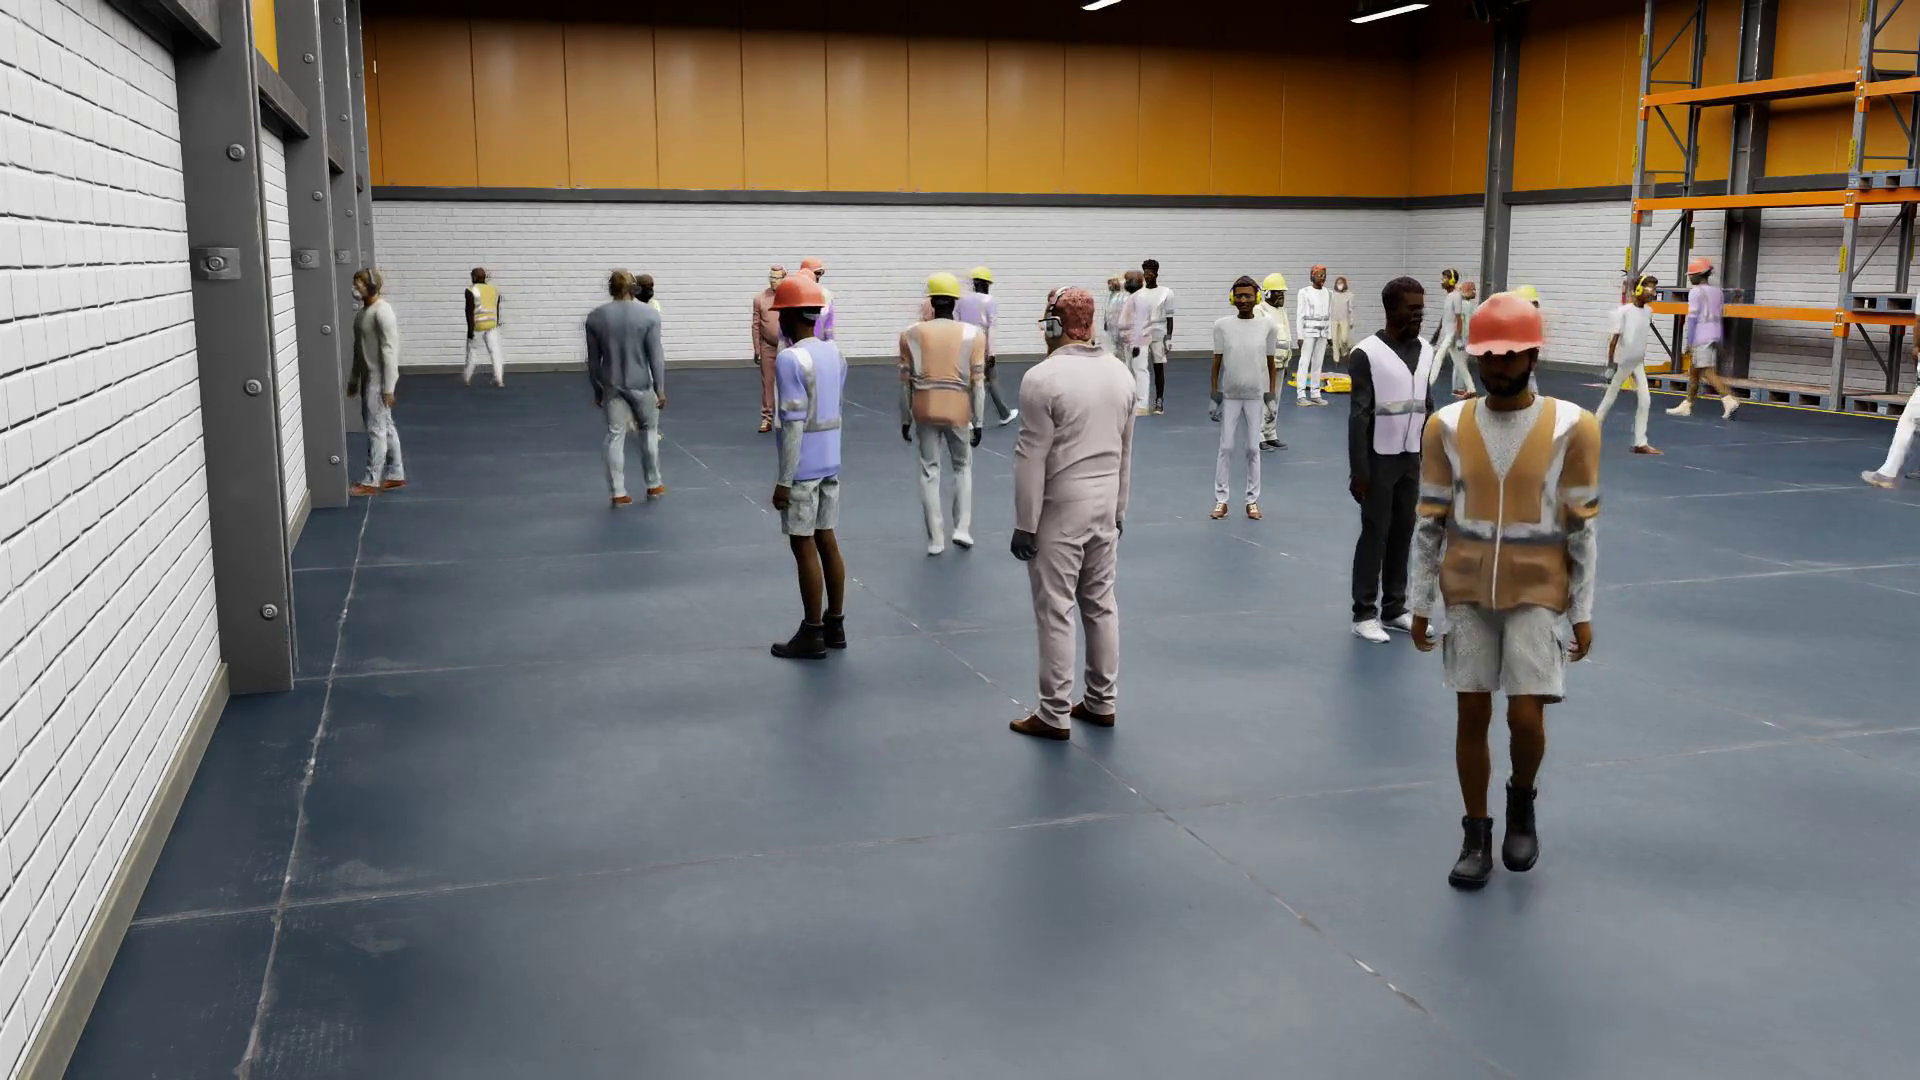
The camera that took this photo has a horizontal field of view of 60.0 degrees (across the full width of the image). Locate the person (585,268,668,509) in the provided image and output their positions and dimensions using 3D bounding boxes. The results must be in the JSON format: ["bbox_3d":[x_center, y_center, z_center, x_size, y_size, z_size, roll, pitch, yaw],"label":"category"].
[{"bbox_3d":[-2.671,-1.239,13.529,0.667,1.905,0.874,1,10,7],"label":"person"}]

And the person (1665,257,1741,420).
[{"bbox_3d":[9.260,-2.477,20.503,0.660,1.996,0.994,-7,12,-36],"label":"person"}]

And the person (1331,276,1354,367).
[{"bbox_3d":[6.799,-3.913,29.845,0.510,1.618,0.358,4,10,20],"label":"person"}]

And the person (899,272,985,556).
[{"bbox_3d":[-0.120,-0.854,11.329,0.587,1.909,0.578,0,10,3],"label":"person"}]

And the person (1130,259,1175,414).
[{"bbox_3d":[2.412,-2.577,21.119,0.608,1.965,0.365,4,11,22],"label":"person"}]

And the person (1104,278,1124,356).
[{"bbox_3d":[2.767,-3.783,29.145,0.750,1.614,0.526,-5,11,-27],"label":"person"}]

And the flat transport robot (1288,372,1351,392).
[{"bbox_3d":[5.500,-2.360,24.764,0.652,0.197,1.431,-3,10,-15],"label":"flat transport robot"}]

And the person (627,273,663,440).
[{"bbox_3d":[-3.530,-1.995,18.166,0.580,1.827,0.643,5,11,25],"label":"person"}]

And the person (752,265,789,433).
[{"bbox_3d":[-2.046,-2.166,18.921,0.642,1.905,0.399,0,10,1],"label":"person"}]

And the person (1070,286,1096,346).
[{"bbox_3d":[1.255,-2.033,18.809,0.535,1.674,0.765,5,11,27],"label":"person"}]

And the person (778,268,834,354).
[{"bbox_3d":[-1.530,-1.767,16.632,0.555,1.903,0.962,-3,10,-15],"label":"person"}]

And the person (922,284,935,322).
[{"bbox_3d":[-0.206,-2.617,21.965,0.711,1.741,0.547,6,11,30],"label":"person"}]

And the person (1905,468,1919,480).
[{"bbox_3d":[8.784,-1.491,14.943,0.543,1.928,0.373,-9,13,-41],"label":"person"}]

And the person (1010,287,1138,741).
[{"bbox_3d":[0.458,-0.114,7.060,0.640,1.902,0.402,-9,14,-43],"label":"person"}]

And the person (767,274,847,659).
[{"bbox_3d":[-0.795,-0.367,8.409,0.373,1.934,0.551,4,11,24],"label":"person"}]

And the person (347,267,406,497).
[{"bbox_3d":[-5.004,-1.338,14.108,0.497,1.938,0.640,-7,12,-34],"label":"person"}]

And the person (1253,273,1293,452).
[{"bbox_3d":[3.219,-1.829,17.174,0.404,1.830,0.603,8,12,38],"label":"person"}]

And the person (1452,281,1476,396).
[{"bbox_3d":[7.230,-2.874,23.799,0.287,1.634,0.497,0,10,-1],"label":"person"}]

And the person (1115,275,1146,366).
[{"bbox_3d":[2.184,-2.550,21.406,0.462,1.821,0.601,1,10,9],"label":"person"}]

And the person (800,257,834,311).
[{"bbox_3d":[-1.654,-2.188,18.779,0.389,1.992,0.625,5,11,27],"label":"person"}]

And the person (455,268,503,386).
[{"bbox_3d":[-7.394,-3.262,25.563,0.932,1.796,0.652,7,12,36],"label":"person"}]

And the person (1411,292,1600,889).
[{"bbox_3d":[1.715,0.178,5.302,0.565,1.918,0.403,5,11,28],"label":"person"}]

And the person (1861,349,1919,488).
[{"bbox_3d":[8.274,-1.339,14.308,0.564,1.848,0.885,-7,12,-33],"label":"person"}]

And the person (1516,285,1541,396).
[{"bbox_3d":[5.554,-1.666,16.524,0.413,1.726,0.498,8,12,38],"label":"person"}]

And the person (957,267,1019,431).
[{"bbox_3d":[0.273,-2.208,19.253,0.601,1.864,1.000,7,12,36],"label":"person"}]

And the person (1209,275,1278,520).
[{"bbox_3d":[2.175,-1.084,12.754,0.514,1.871,0.327,2,10,10],"label":"person"}]

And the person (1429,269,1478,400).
[{"bbox_3d":[6.738,-2.821,22.973,0.997,1.818,0.516,1,10,7],"label":"person"}]

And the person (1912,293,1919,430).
[{"bbox_3d":[11.291,-2.278,19.171,0.679,2.000,0.535,0,10,0],"label":"person"}]

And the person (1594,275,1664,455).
[{"bbox_3d":[6.759,-1.776,16.957,0.601,1.822,0.693,-4,11,-23],"label":"person"}]

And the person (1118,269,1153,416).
[{"bbox_3d":[2.199,-2.479,20.921,0.430,1.843,0.629,-1,10,-6],"label":"person"}]

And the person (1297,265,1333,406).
[{"bbox_3d":[4.750,-2.731,22.255,0.574,1.881,0.357,-5,11,-27],"label":"person"}]

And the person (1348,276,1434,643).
[{"bbox_3d":[2.283,-0.428,8.829,0.636,1.916,0.411,-7,12,-36],"label":"person"}]
